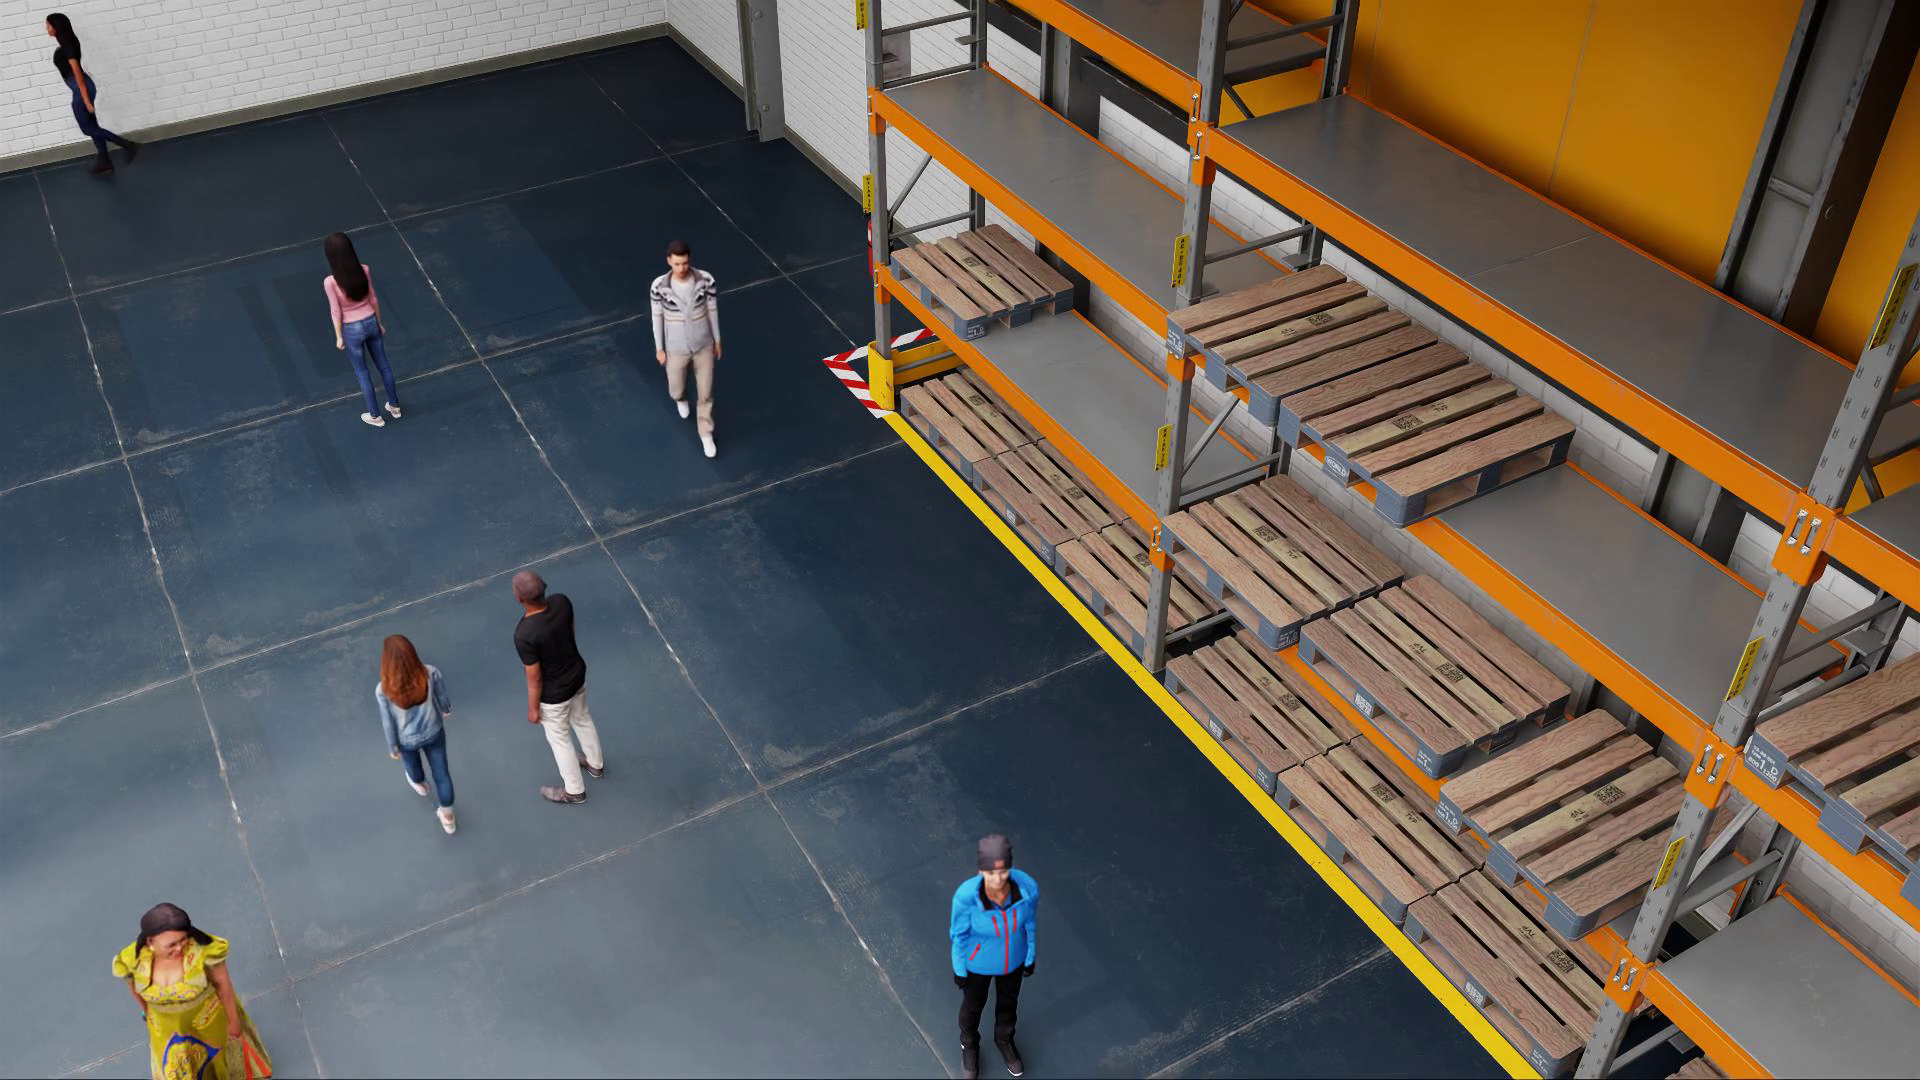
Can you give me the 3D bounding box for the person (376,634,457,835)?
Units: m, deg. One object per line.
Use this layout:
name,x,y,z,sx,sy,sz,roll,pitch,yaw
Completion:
person,-3.268,1.219,10.134,0.580,1.458,0.837,-21,43,-24

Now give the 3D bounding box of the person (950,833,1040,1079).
person,0.171,2.173,8.669,0.673,1.797,0.622,-8,39,-10

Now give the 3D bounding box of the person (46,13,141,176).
person,-8.984,-4.610,17.220,0.718,1.725,0.805,-12,40,-15

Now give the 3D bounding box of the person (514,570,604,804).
person,-2.478,0.901,10.256,0.798,1.803,0.762,15,41,18

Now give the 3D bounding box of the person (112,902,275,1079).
person,-3.942,2.370,8.564,0.894,1.619,1.247,-11,40,-13

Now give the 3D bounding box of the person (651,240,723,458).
person,-2.185,-1.607,13.369,0.852,1.837,1.043,-9,40,-12

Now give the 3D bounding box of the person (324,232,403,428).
person,-4.904,-1.725,13.593,0.604,1.742,0.637,30,47,32
